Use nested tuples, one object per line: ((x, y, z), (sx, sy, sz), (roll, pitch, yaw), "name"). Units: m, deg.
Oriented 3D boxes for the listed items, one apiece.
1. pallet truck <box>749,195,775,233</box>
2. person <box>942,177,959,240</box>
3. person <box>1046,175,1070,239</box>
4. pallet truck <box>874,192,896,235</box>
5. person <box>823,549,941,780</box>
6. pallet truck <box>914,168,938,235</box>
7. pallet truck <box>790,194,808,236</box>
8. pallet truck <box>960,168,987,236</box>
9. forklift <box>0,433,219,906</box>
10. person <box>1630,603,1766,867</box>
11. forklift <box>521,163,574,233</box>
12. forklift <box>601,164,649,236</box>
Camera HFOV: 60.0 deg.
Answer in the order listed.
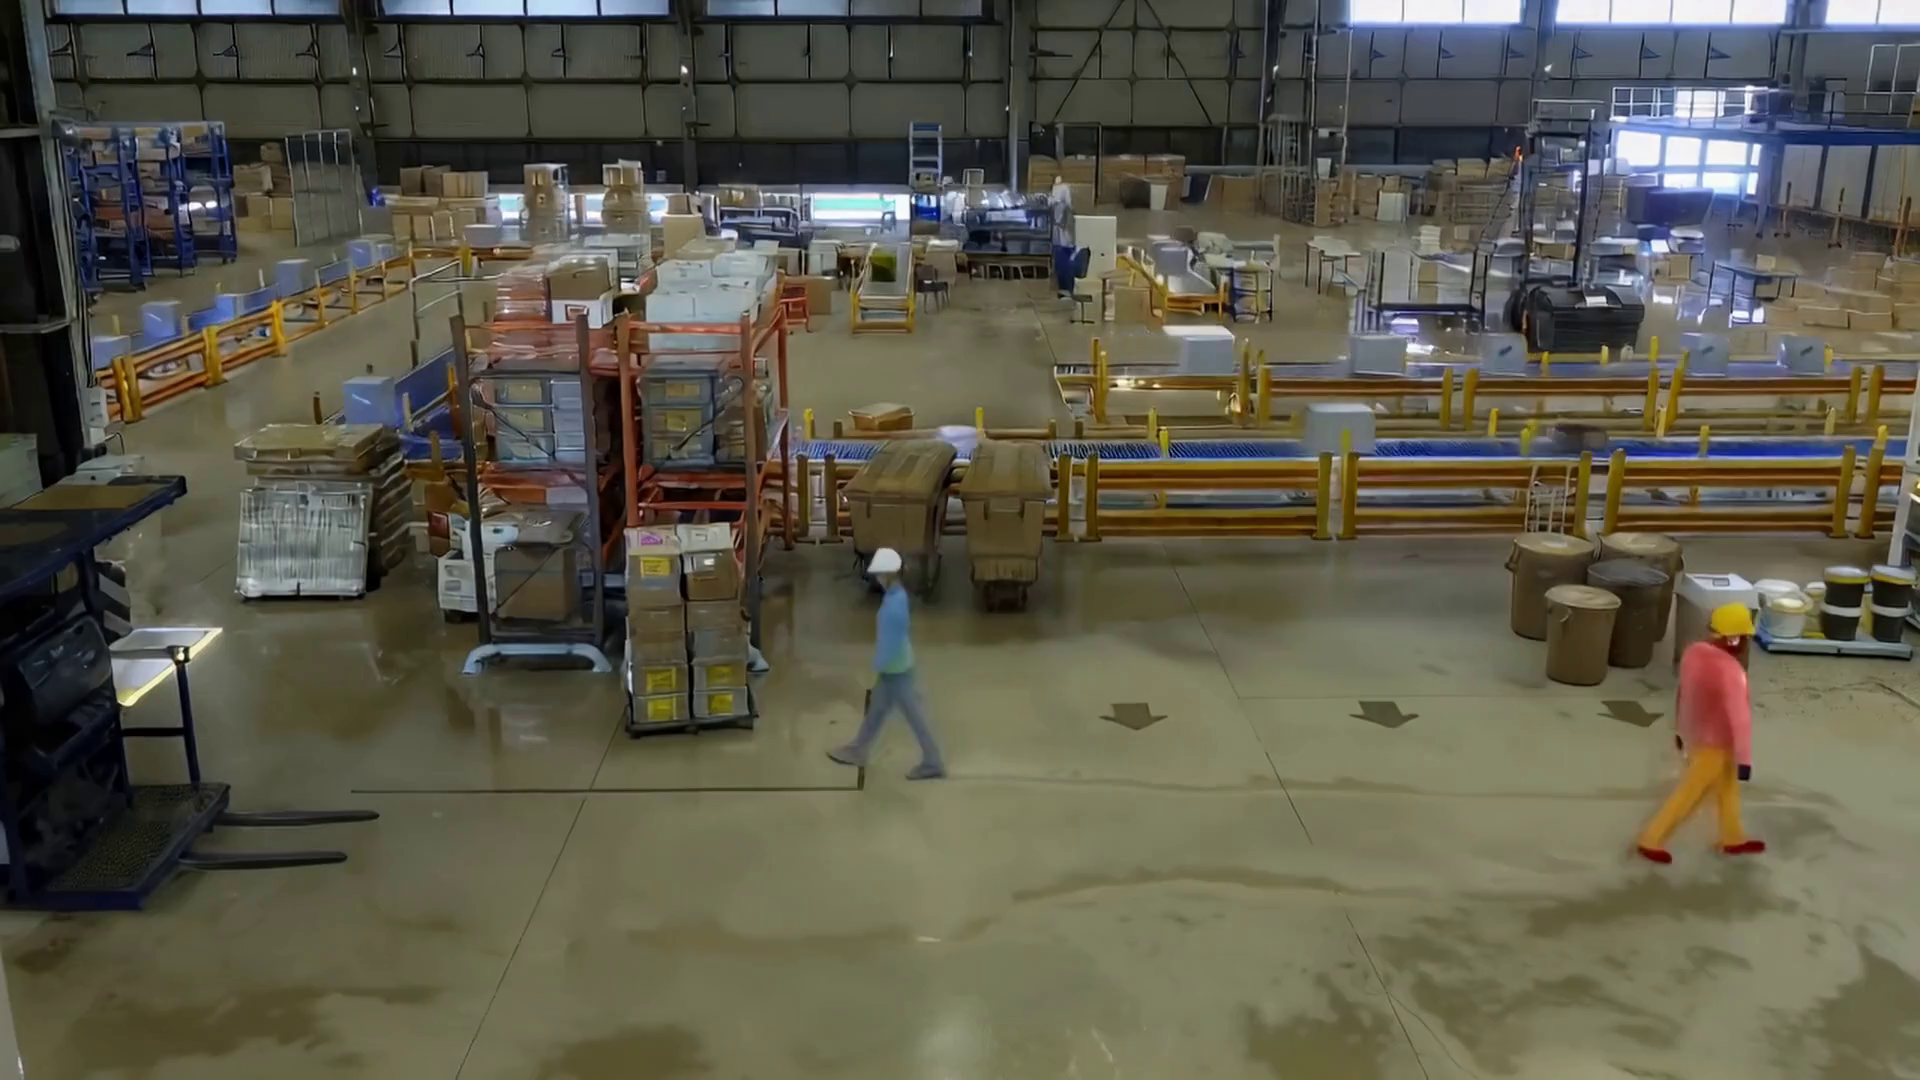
((-6.051, -9.967, 50.660), (0.680, 1.201, 1.601), (0, 16, -1), "pallet truck")
((-0.362, -9.013, 45.971), (0.628, 1.987, 1.045), (14, 21, 39), "person")
((2.917, -9.843, 49.128), (0.646, 1.859, 1.013), (11, 19, 33), "person")
((-2.277, -9.986, 50.594), (0.653, 1.274, 1.630), (0, 16, -1), "pallet truck")
((-0.552, 0.905, 11.981), (0.905, 1.719, 0.538), (1, 16, 3), "person")
((-0.989, -10.316, 50.507), (0.823, 1.965, 1.885), (1, 16, 3), "pallet truck")
((-4.814, -9.883, 50.259), (0.704, 1.261, 1.522), (-1, 16, -3), "pallet truck")
((0.383, -10.230, 50.206), (0.823, 1.965, 1.885), (-1, 16, -3), "pallet truck")
((-5.952, 0.780, 10.366), (1.873, 2.768, 1.129), (0, 16, -1), "forklift")
((4.804, 1.262, 10.649), (0.941, 1.786, 0.610), (-1, 16, -2), "person")
((-12.233, -10.122, 49.298), (1.157, 1.987, 2.680), (0, 16, -1), "forklift")
((-9.948, -10.127, 49.296), (1.157, 1.987, 2.680), (-1, 16, -3), "forklift")
